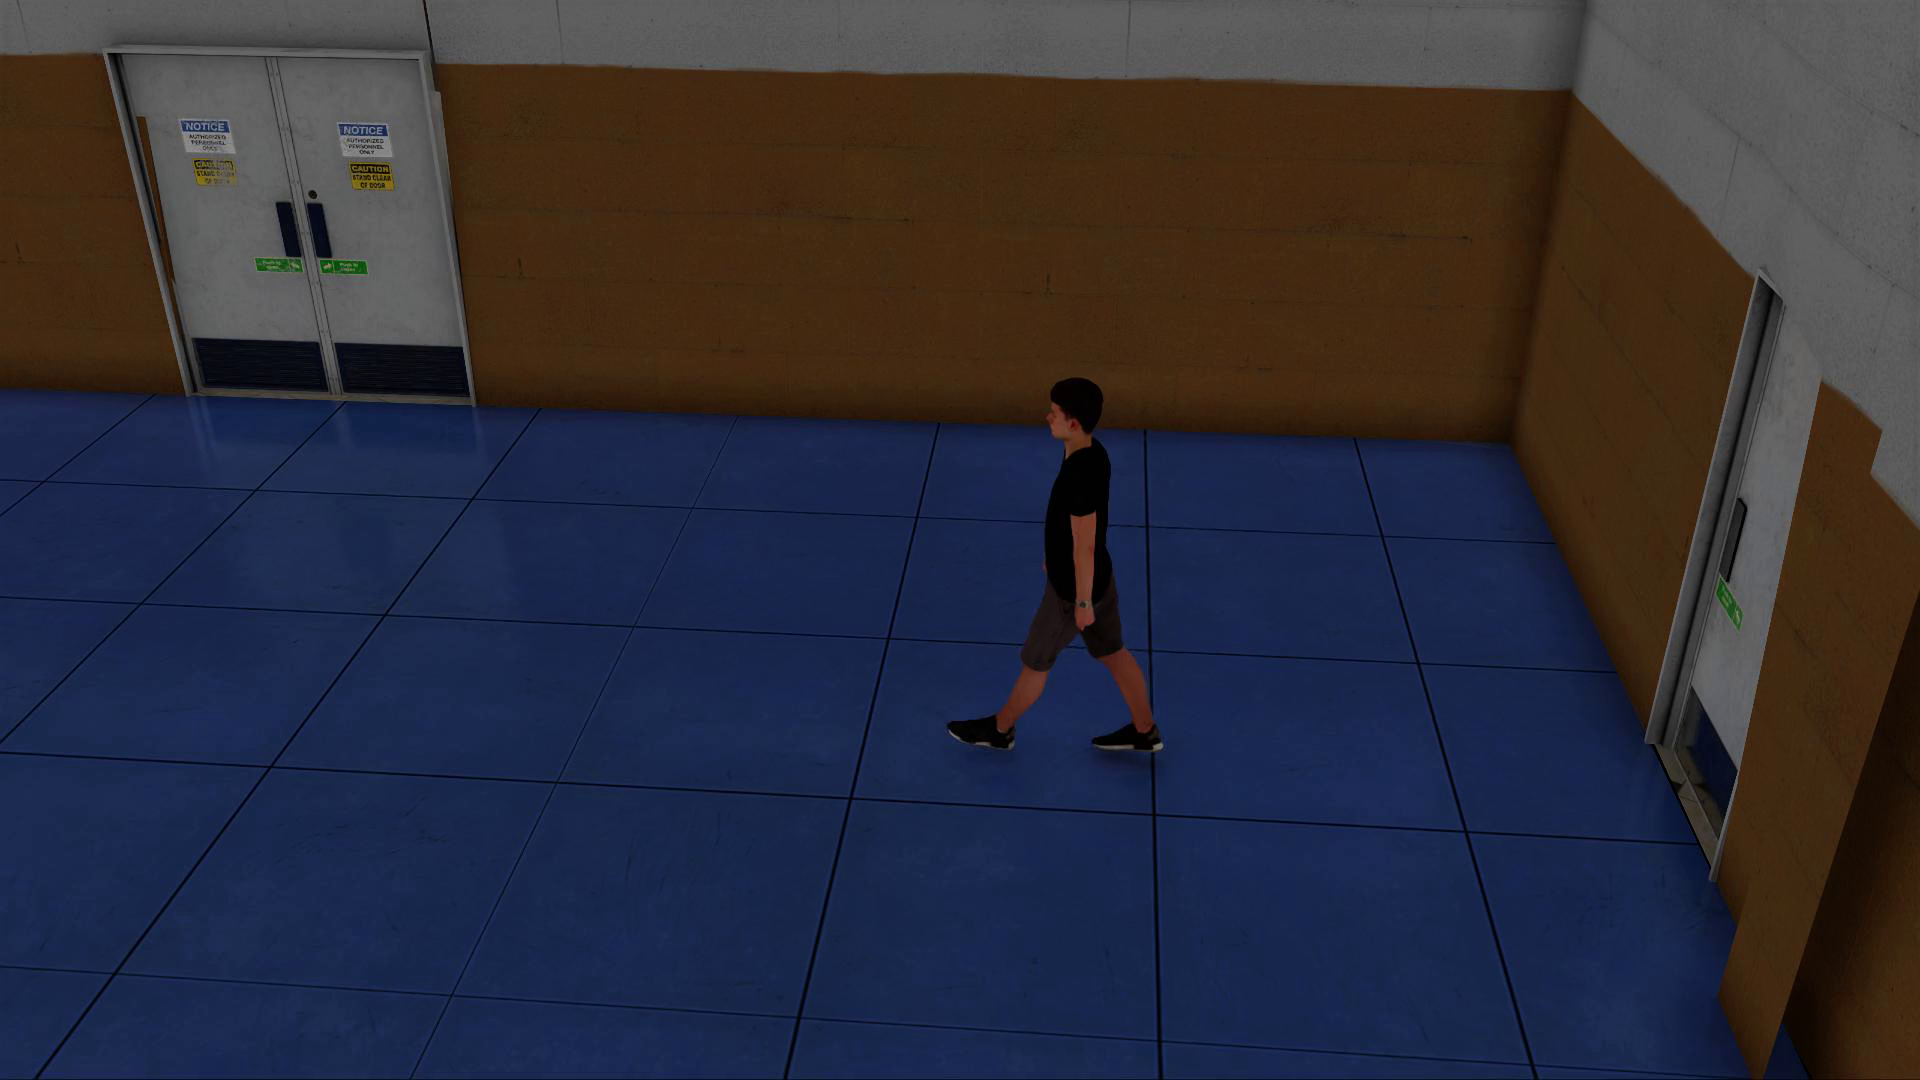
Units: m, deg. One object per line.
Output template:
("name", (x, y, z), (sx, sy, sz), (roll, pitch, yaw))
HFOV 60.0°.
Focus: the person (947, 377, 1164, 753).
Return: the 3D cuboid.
("person", (0.599, 0.191, 7.194), (0.789, 1.809, 1.156), (4, 29, 8))
